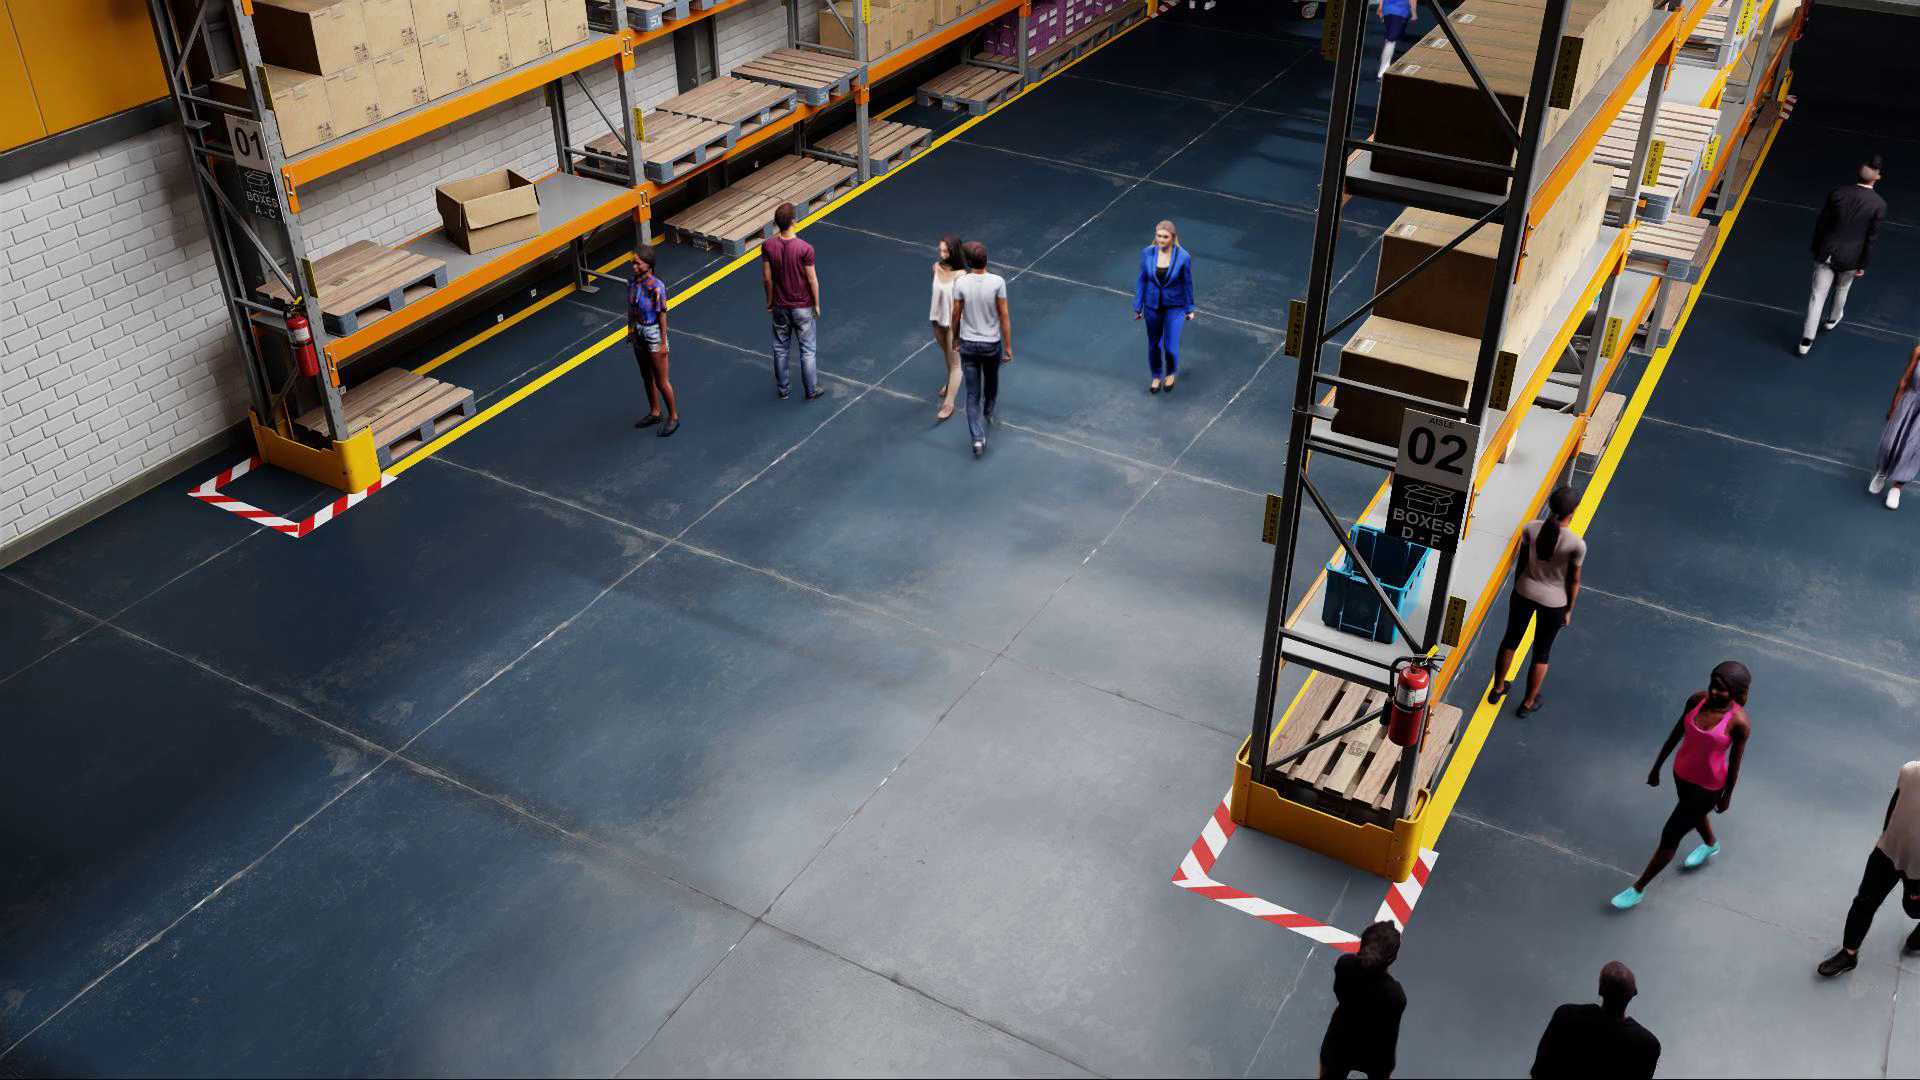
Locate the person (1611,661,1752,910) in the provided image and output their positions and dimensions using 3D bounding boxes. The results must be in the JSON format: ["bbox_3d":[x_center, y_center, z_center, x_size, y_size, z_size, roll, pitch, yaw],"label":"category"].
[{"bbox_3d":[4.384,1.391,9.756,1.207,1.675,0.989,-16,37,-23],"label":"person"}]

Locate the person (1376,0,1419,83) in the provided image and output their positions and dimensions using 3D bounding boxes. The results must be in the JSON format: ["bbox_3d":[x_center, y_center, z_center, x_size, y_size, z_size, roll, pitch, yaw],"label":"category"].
[{"bbox_3d":[5.803,-7.073,22.358,0.844,1.822,0.806,-21,39,-29],"label":"person"}]

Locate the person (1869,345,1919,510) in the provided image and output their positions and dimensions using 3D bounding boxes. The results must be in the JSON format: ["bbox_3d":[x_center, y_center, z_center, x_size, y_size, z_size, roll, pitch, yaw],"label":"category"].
[{"bbox_3d":[7.761,-1.070,13.447,0.577,1.689,0.672,18,38,25],"label":"person"}]

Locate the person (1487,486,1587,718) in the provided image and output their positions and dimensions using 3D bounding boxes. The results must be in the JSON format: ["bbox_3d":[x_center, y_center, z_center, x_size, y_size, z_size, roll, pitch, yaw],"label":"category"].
[{"bbox_3d":[3.882,0.406,11.175,0.620,1.744,0.573,24,41,32],"label":"person"}]

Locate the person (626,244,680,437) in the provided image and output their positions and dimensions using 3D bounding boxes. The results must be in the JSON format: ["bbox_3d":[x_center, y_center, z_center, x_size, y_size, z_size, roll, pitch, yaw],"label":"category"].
[{"bbox_3d":[-2.674,-1.755,14.430,0.639,1.740,0.588,28,43,35],"label":"person"}]

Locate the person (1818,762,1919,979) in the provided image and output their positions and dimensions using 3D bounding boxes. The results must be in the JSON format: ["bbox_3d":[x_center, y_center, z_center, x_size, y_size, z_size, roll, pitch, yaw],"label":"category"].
[{"bbox_3d":[5.348,1.738,9.222,1.170,1.690,1.018,-16,37,-22],"label":"person"}]

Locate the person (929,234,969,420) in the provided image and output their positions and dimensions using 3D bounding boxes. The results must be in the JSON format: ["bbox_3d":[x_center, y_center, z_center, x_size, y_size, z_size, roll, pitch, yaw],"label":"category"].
[{"bbox_3d":[-0.167,-1.906,14.744,0.902,1.644,0.599,18,38,25],"label":"person"}]

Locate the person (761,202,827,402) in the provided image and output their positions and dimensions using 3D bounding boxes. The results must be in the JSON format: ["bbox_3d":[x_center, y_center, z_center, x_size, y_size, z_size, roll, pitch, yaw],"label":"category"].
[{"bbox_3d":[-1.502,-2.123,14.884,0.710,1.850,0.643,7,34,11],"label":"person"}]

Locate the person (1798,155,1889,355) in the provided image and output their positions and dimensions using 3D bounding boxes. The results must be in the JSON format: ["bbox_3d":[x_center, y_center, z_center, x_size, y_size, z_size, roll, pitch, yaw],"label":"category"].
[{"bbox_3d":[8.239,-2.647,15.627,0.799,1.903,1.210,21,39,29],"label":"person"}]

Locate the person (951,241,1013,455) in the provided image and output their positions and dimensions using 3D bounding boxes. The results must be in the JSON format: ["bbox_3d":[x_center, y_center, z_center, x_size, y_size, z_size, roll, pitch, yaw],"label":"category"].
[{"bbox_3d":[0.162,-1.592,14.124,1.060,1.809,1.287,2,34,2],"label":"person"}]

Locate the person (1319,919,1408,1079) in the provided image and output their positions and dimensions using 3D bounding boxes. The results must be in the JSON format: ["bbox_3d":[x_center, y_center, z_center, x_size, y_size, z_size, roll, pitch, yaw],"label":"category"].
[{"bbox_3d":[1.890,2.541,8.093,0.658,1.601,1.028,25,41,32],"label":"person"}]

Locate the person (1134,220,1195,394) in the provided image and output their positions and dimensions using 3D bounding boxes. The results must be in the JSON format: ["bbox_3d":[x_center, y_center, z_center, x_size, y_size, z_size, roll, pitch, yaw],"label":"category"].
[{"bbox_3d":[1.865,-2.128,15.045,0.734,1.683,0.670,12,35,17],"label":"person"}]

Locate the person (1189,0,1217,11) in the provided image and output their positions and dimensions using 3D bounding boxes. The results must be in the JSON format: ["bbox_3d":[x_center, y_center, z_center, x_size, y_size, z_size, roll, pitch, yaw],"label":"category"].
[{"bbox_3d":[3.713,-9.082,25.283,0.722,1.930,0.654,11,35,16],"label":"person"}]

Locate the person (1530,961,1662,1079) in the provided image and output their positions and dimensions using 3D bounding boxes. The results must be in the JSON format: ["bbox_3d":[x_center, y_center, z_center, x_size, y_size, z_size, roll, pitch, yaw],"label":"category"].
[{"bbox_3d":[2.871,2.699,7.728,0.705,1.742,1.004,14,36,20],"label":"person"}]
